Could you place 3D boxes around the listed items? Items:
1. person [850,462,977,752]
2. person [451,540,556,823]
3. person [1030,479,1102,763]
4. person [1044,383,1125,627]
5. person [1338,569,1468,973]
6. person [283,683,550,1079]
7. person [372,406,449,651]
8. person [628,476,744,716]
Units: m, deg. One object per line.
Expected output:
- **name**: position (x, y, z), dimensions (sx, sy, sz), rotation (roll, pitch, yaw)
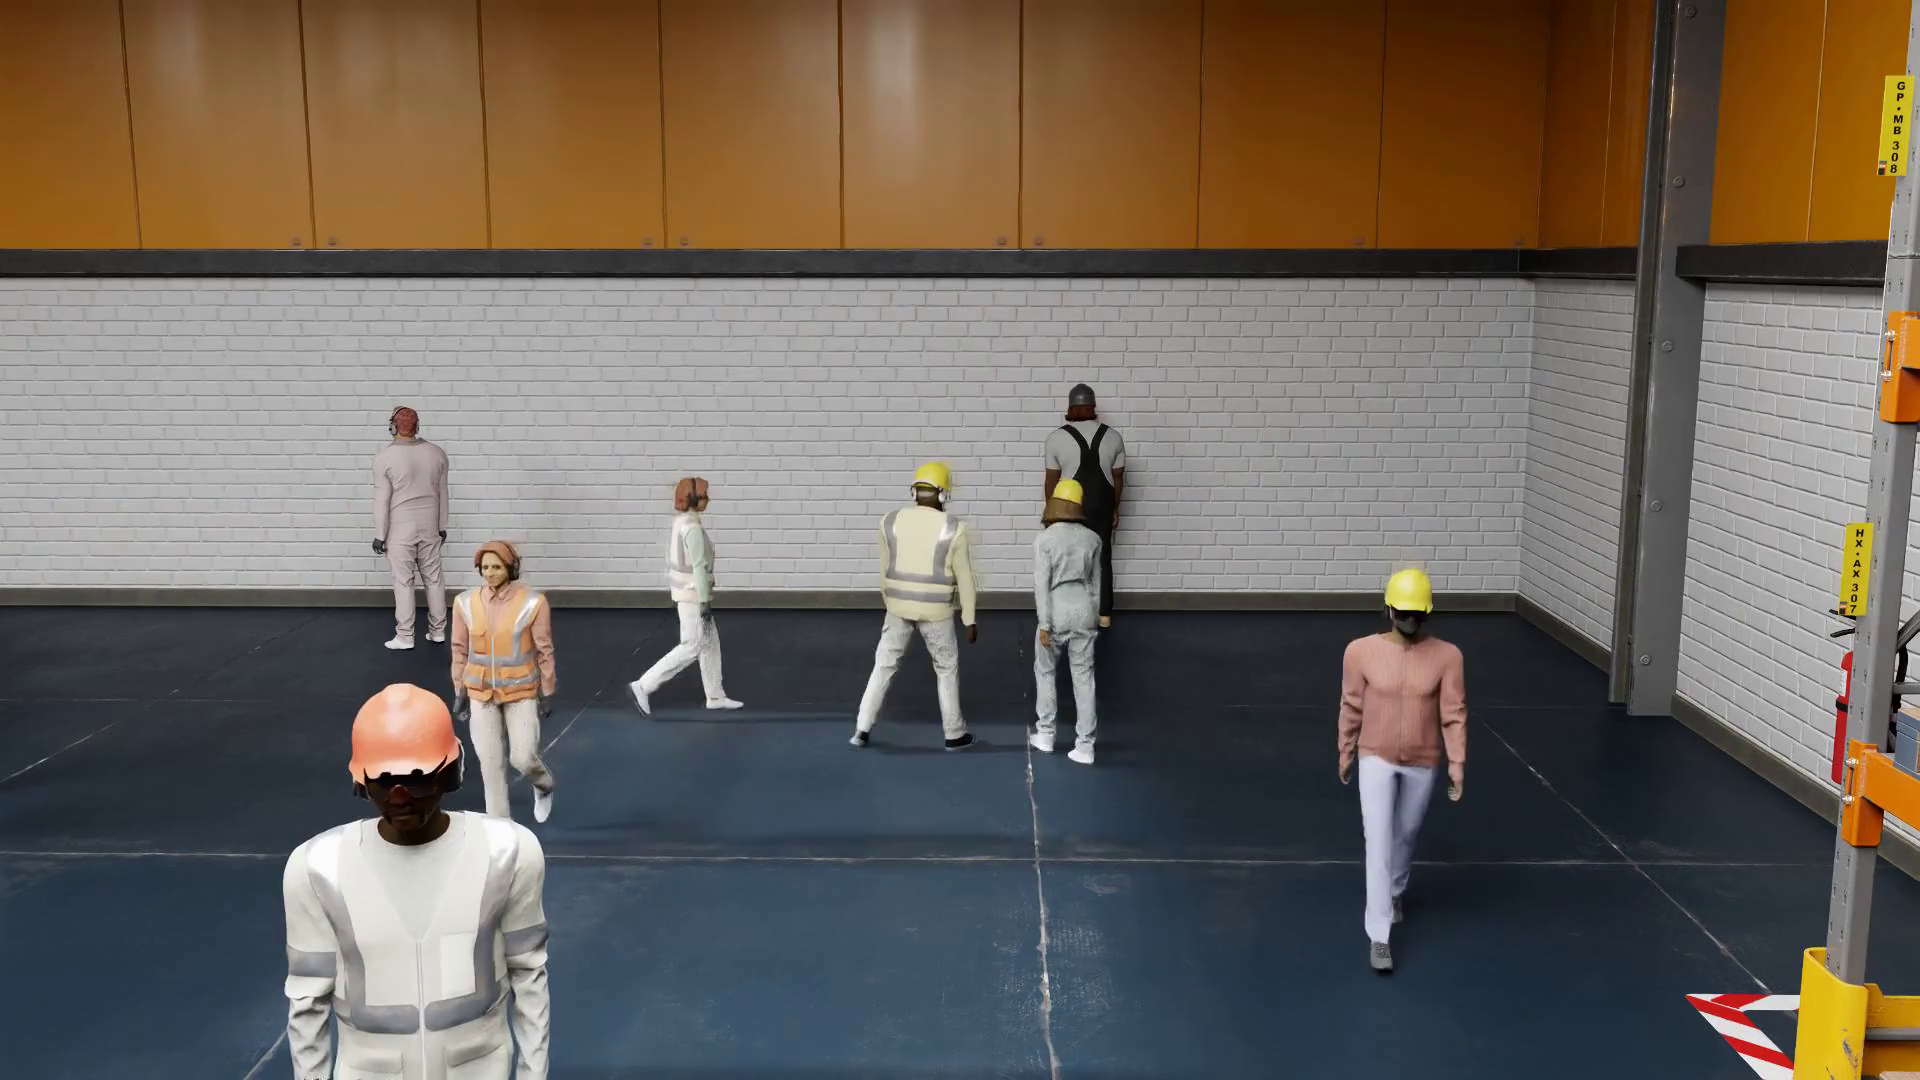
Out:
- **person**: position (-0.264, 0.426, 10.259), dimensions (0.735, 1.806, 0.498), rotation (3, 10, 16)
- **person**: position (-2.340, 0.790, 8.583), dimensions (0.518, 1.627, 0.480), rotation (1, 10, 4)
- **person**: position (0.658, 0.489, 10.146), dimensions (0.499, 1.700, 0.698), rotation (-4, 10, -21)
- **person**: position (0.995, -0.285, 13.778), dimensions (0.684, 2.000, 0.535), rotation (-2, 10, -13)
- **person**: position (1.940, 0.960, 7.307), dimensions (0.531, 1.704, 0.928), rotation (1, 10, 7)
- **person**: position (-1.295, 1.339, 4.046), dimensions (0.611, 2.042, 0.394), rotation (-3, 10, -18)
- **person**: position (-4.310, -0.092, 13.024), dimensions (0.408, 1.909, 0.638), rotation (8, 12, 40)
- **person**: position (-1.830, 0.381, 11.042), dimensions (0.726, 1.611, 0.517), rotation (-3, 10, -15)
